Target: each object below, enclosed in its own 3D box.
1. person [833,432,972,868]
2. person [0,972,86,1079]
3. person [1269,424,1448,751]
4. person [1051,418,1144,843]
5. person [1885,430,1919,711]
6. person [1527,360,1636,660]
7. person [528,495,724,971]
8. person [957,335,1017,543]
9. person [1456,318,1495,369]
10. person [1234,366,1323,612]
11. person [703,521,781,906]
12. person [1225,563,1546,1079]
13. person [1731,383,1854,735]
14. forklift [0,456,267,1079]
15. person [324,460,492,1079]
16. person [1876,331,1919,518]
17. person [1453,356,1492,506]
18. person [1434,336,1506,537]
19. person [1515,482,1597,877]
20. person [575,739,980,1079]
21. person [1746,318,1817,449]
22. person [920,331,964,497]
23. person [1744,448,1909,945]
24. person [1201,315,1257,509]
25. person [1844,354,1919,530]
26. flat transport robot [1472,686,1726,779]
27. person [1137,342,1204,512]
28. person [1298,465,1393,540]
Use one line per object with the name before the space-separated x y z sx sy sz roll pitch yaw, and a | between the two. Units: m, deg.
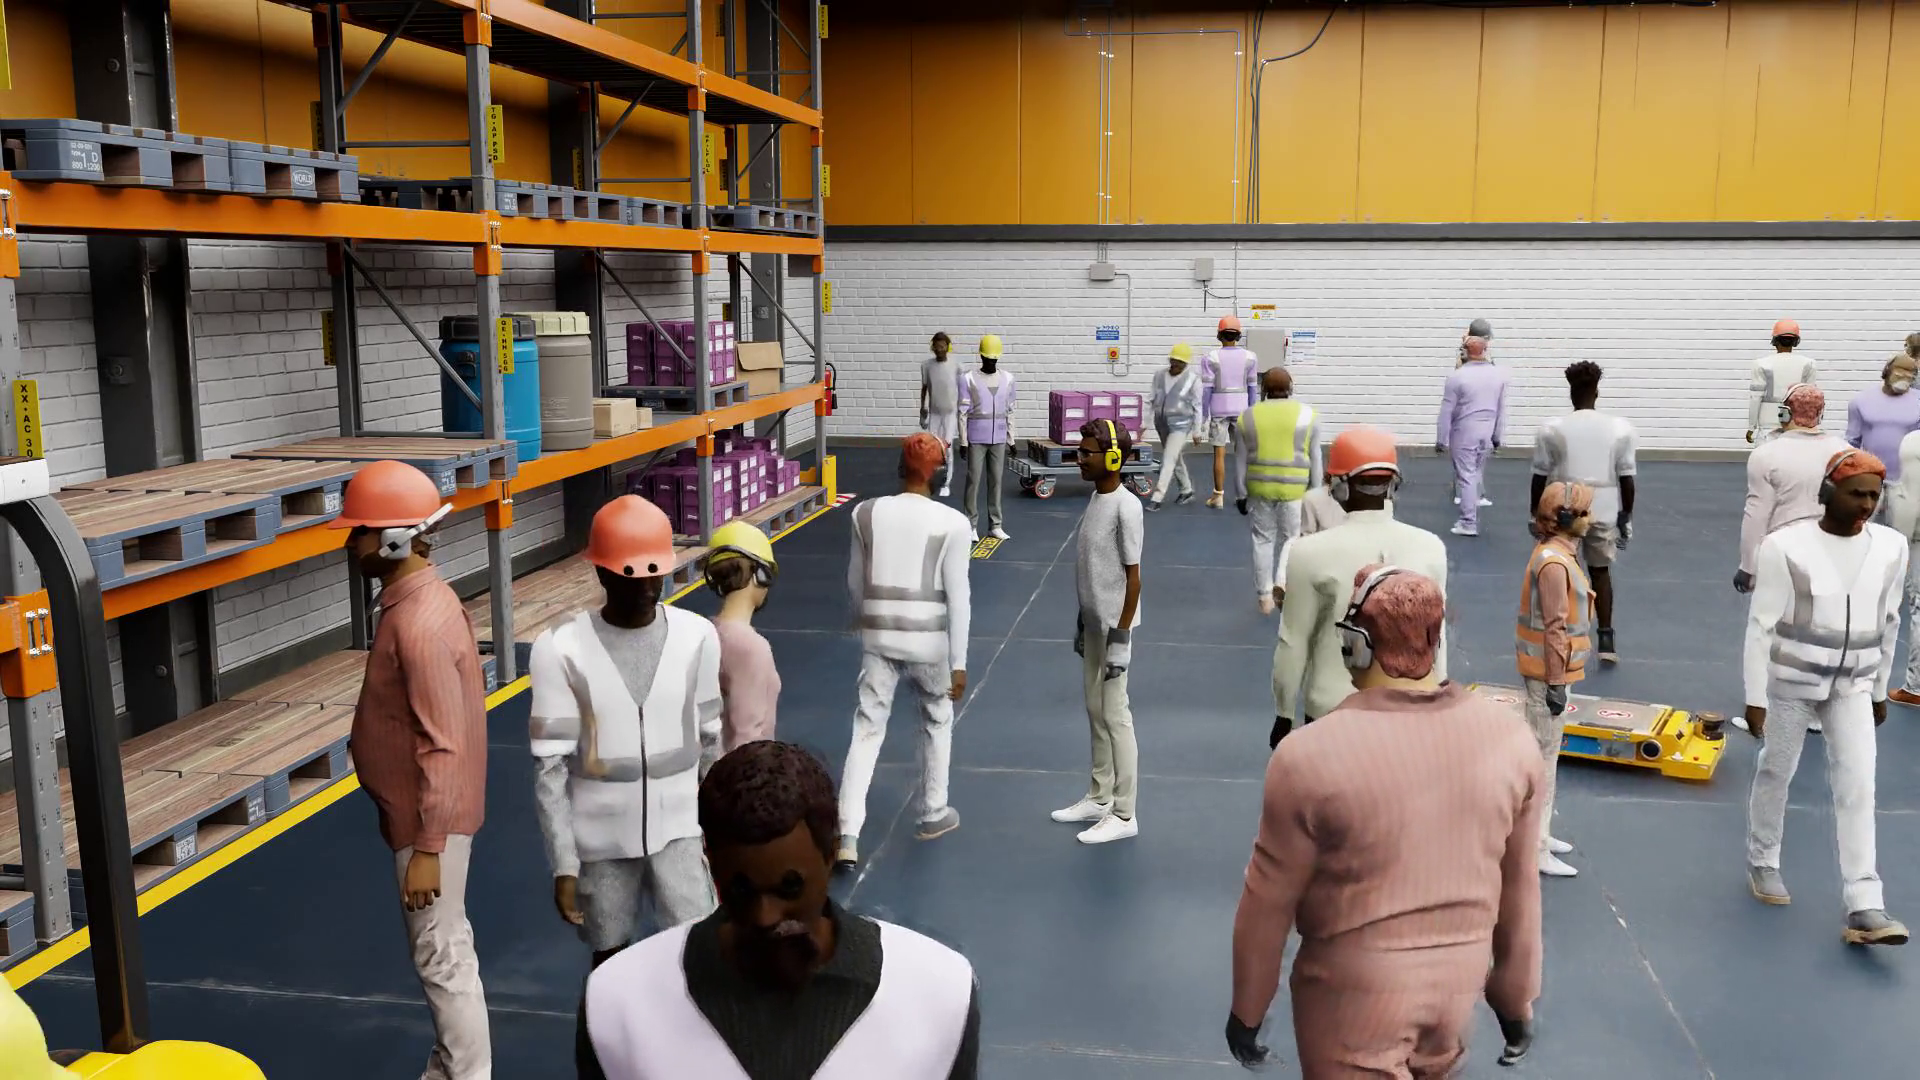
person | -0.261 0.466 7.061 0.595 1.839 0.905 3 10 18
person | -1.119 1.334 1.902 0.372 1.750 0.541 -7 12 -39
person | 1.392 0.581 5.872 0.615 1.980 0.423 -3 10 -17
person | 0.625 0.394 7.341 0.328 1.872 0.513 -3 10 -16
person | 5.597 0.016 9.463 0.627 1.940 0.371 0 9 -2
person | 3.924 -0.158 10.550 0.625 1.944 0.494 1 9 8
person | -0.868 0.833 4.545 0.555 1.903 0.857 -4 10 -23
person | 0.261 -0.938 15.414 0.585 1.917 0.382 -4 10 -23
person | 5.857 -1.551 18.816 0.537 2.000 0.859 4 10 23
person | 2.290 -0.346 12.049 0.642 1.822 0.535 3 10 18
person | -0.708 0.818 5.179 0.442 1.720 0.647 -4 10 -24
person | 0.883 0.971 3.773 0.673 1.871 0.880 -3 10 -19
person | 4.480 0.110 8.981 0.642 1.909 0.399 -1 9 -9
forklift | -2.328 0.975 2.765 2.313 2.155 1.214 1 9 9
person | -1.521 0.767 4.656 0.395 1.992 0.622 -3 10 -19
person | 9.547 -1.139 16.714 0.652 1.900 0.908 -6 11 -32
person | 5.484 -1.180 17.776 0.280 1.634 0.498 -9 13 -43
person | 4.774 -0.992 15.815 0.673 1.887 0.657 -4 10 -23
person | 2.484 0.569 6.980 0.307 1.636 0.525 3 10 18
person | -0.263 1.175 2.527 0.597 1.883 0.836 -1 9 -7
person | 8.023 -1.144 16.299 0.607 2.044 0.377 1 9 8
person | -0.185 -1.416 18.601 0.531 1.840 0.566 2 9 11
person | 3.283 0.583 6.271 0.615 1.830 0.975 1 9 3
person | 2.817 -1.345 17.535 0.608 2.045 0.391 -1 9 -7
person | 6.913 -0.439 12.424 0.643 1.885 0.904 7 11 36
flat transport robot | 3.188 0.972 8.693 1.431 0.197 0.652 5 11 30
person | 2.256 -1.198 17.497 0.599 1.766 0.967 9 13 44
person | 2.093 0.243 9.039 0.506 1.609 0.705 5 10 27
